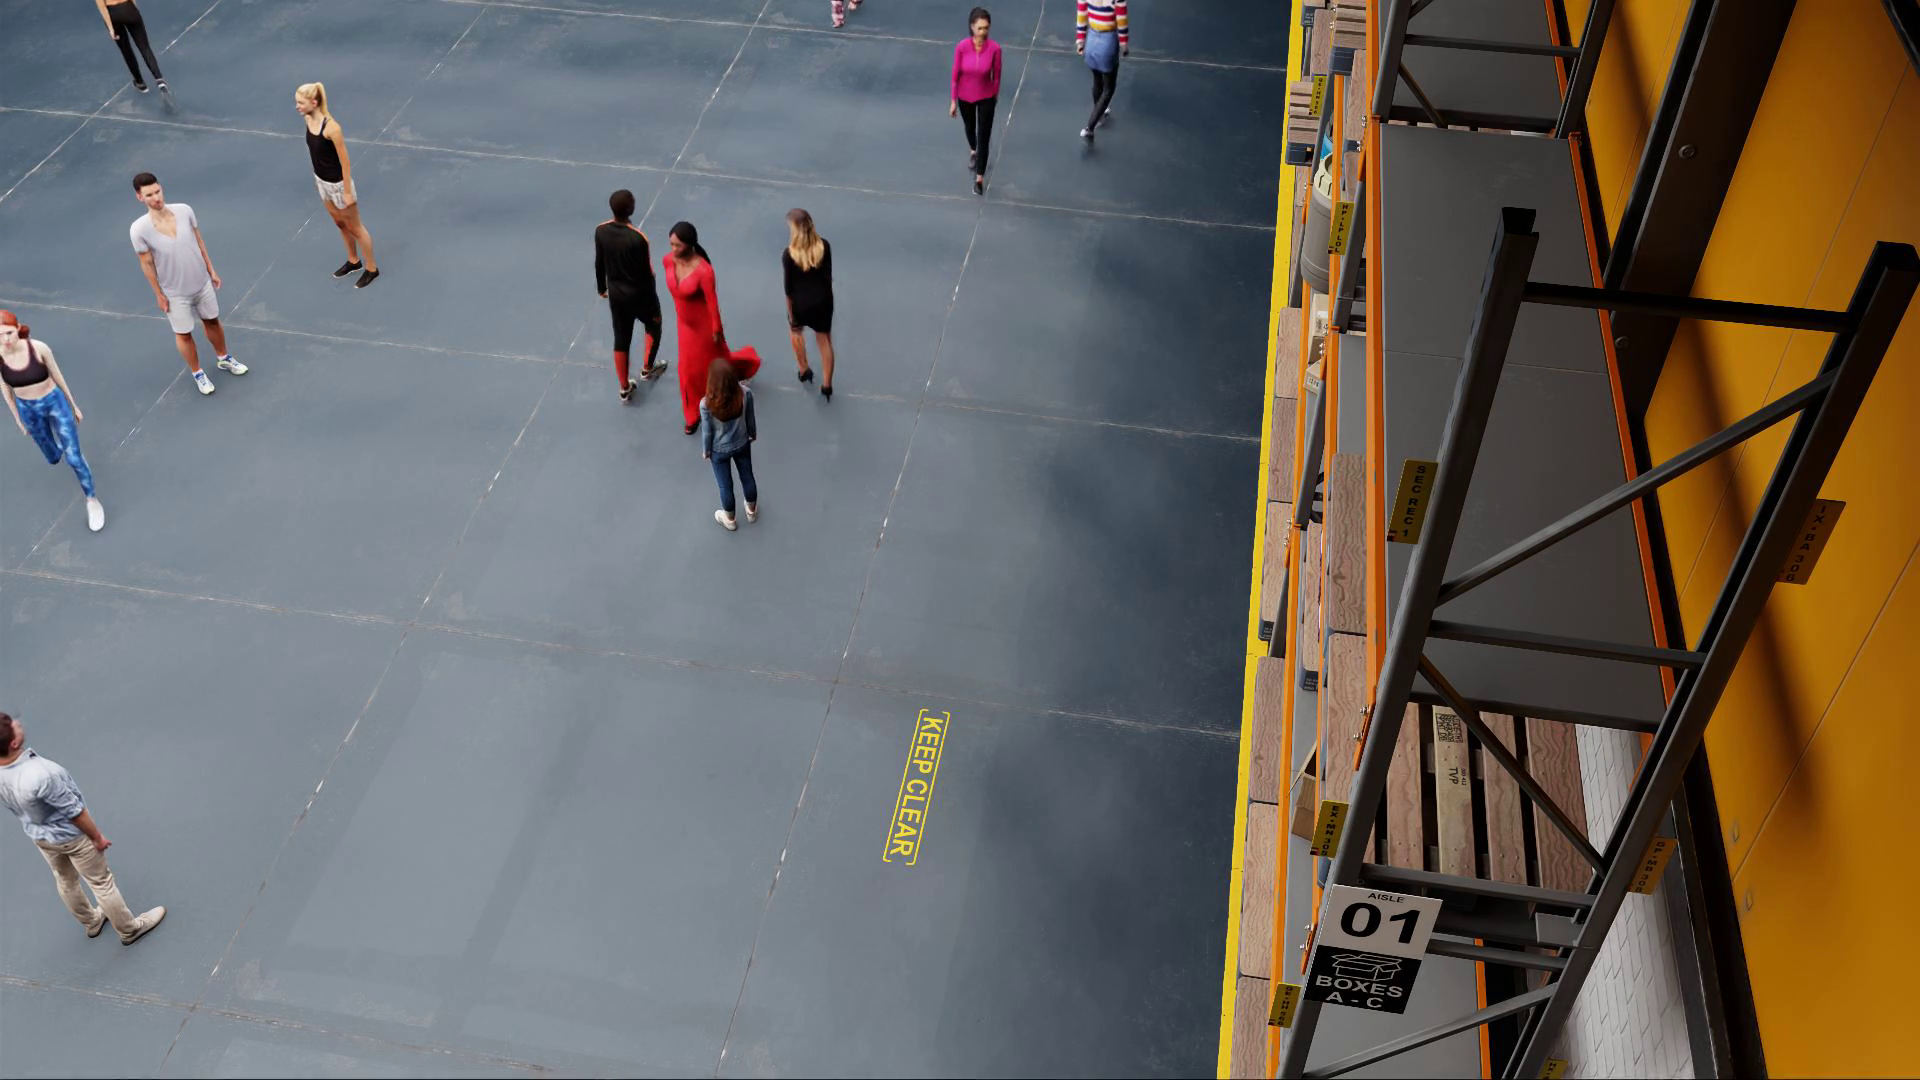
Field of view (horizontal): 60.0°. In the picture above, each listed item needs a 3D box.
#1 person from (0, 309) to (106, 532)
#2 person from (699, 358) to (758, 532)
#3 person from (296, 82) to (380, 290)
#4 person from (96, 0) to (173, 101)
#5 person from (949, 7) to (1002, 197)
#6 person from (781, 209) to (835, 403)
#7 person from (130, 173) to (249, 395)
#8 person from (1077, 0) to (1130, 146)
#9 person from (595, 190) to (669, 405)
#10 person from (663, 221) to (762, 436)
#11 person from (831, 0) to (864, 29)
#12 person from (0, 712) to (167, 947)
[{"bbox_3d":[-6.447,-0.922,11.760,0.901,1.766,1.081,-16,46,-16],"label":"person"},{"bbox_3d":[-1.619,-0.681,11.708,0.636,1.478,0.682,-22,48,-22],"label":"person"},{"bbox_3d":[-5.205,-2.989,13.865,0.681,1.846,0.687,29,50,27],"label":"person"},{"bbox_3d":[-8.096,-5.036,16.174,0.972,1.624,1.007,-29,51,-27],"label":"person"},{"bbox_3d":[0.149,-4.063,15.134,0.637,1.660,1.095,5,44,5],"label":"person"},{"bbox_3d":[-1.111,-1.735,12.684,0.725,1.659,0.780,-13,45,-13],"label":"person"},{"bbox_3d":[-5.998,-2.010,12.830,0.825,1.855,0.700,29,51,27],"label":"person"},{"bbox_3d":[1.312,-4.564,15.561,0.934,1.786,1.149,23,48,23],"label":"person"},{"bbox_3d":[-2.537,-1.805,12.665,0.852,1.786,0.878,11,45,12],"label":"person"},{"bbox_3d":[-1.905,-1.653,12.529,0.848,1.765,1.125,20,47,20],"label":"person"},{"bbox_3d":[-1.178,-6.268,17.444,0.649,1.655,1.032,7,44,8],"label":"person"},{"bbox_3d":[-4.913,1.583,9.064,0.673,1.848,0.592,12,45,13],"label":"person"}]
